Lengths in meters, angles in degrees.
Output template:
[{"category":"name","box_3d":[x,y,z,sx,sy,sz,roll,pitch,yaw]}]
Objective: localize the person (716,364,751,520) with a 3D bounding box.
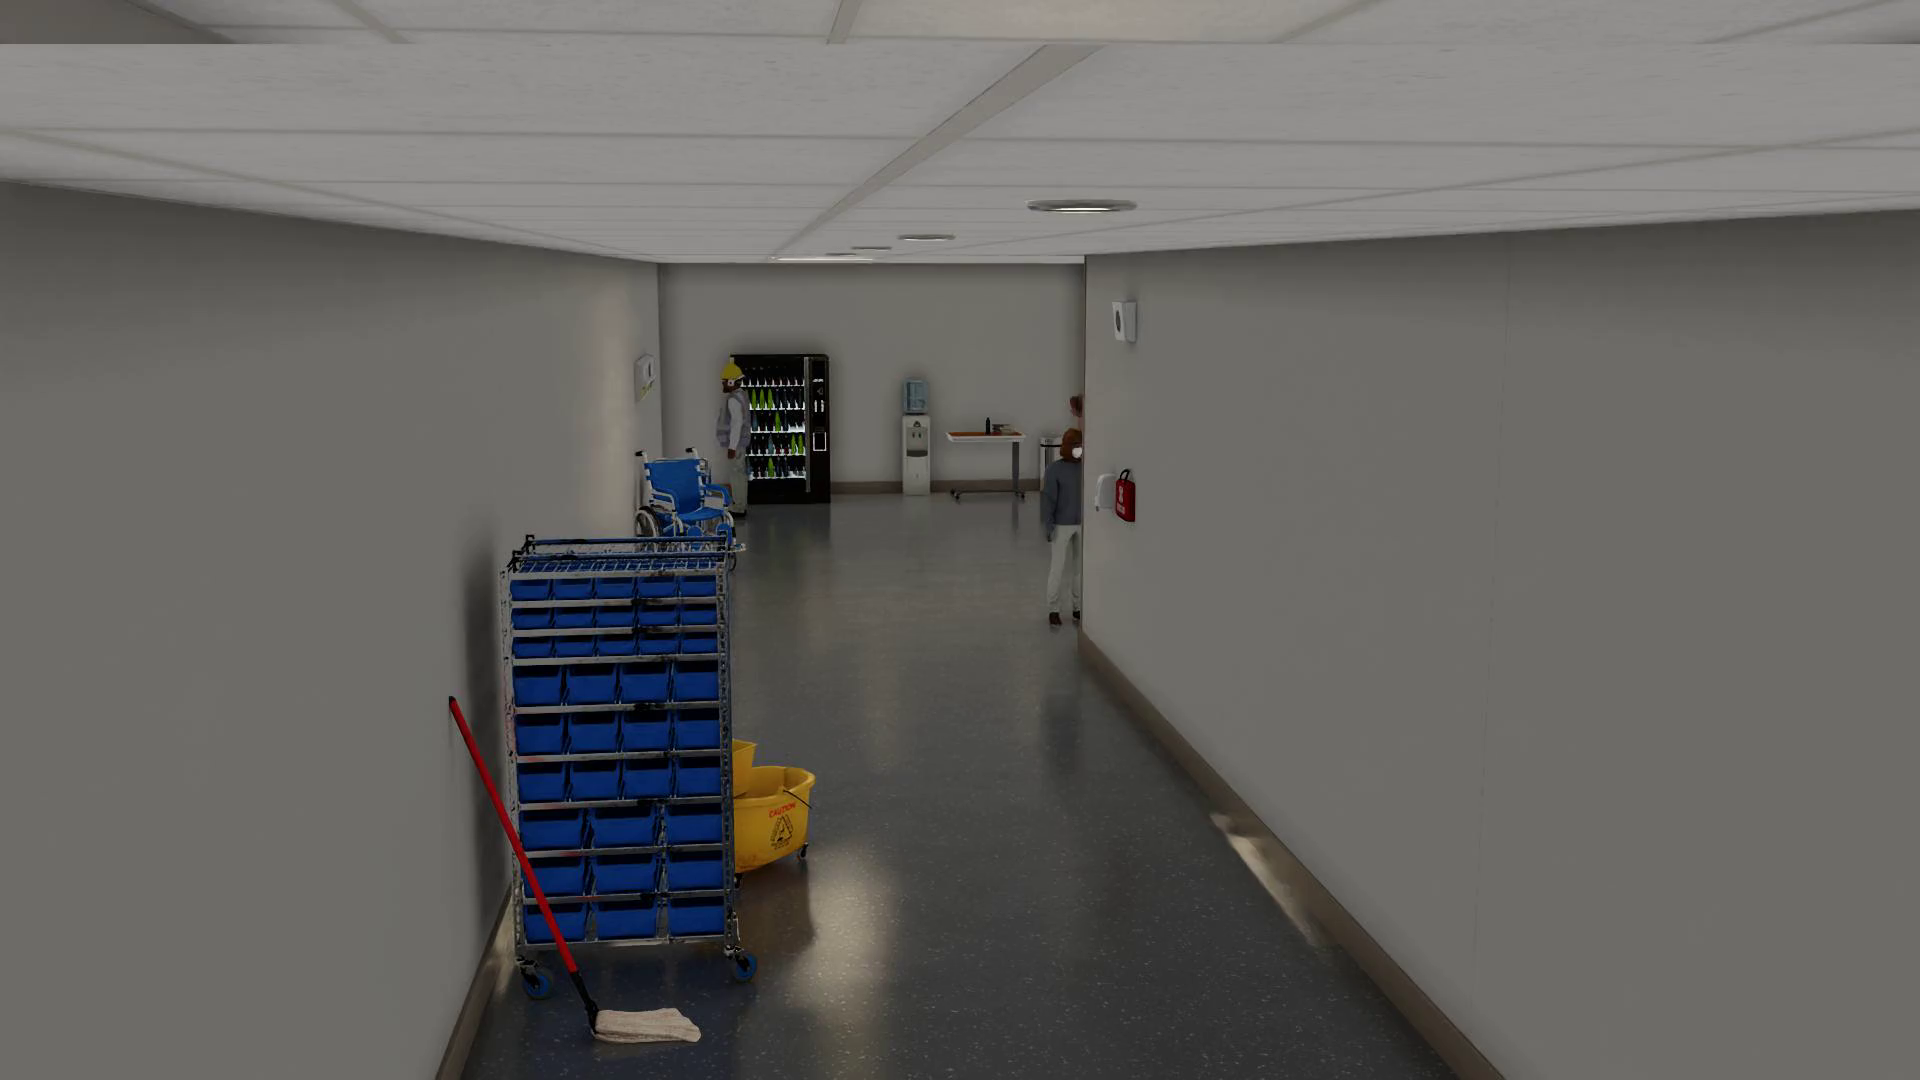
[{"category":"person","box_3d":[-2.656,-1.146,19.522,0.404,1.830,0.601,0,9,0]}]

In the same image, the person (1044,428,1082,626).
[{"category":"person","box_3d":[0.925,-0.113,13.692,0.507,1.632,0.267,-4,10,-23]}]
